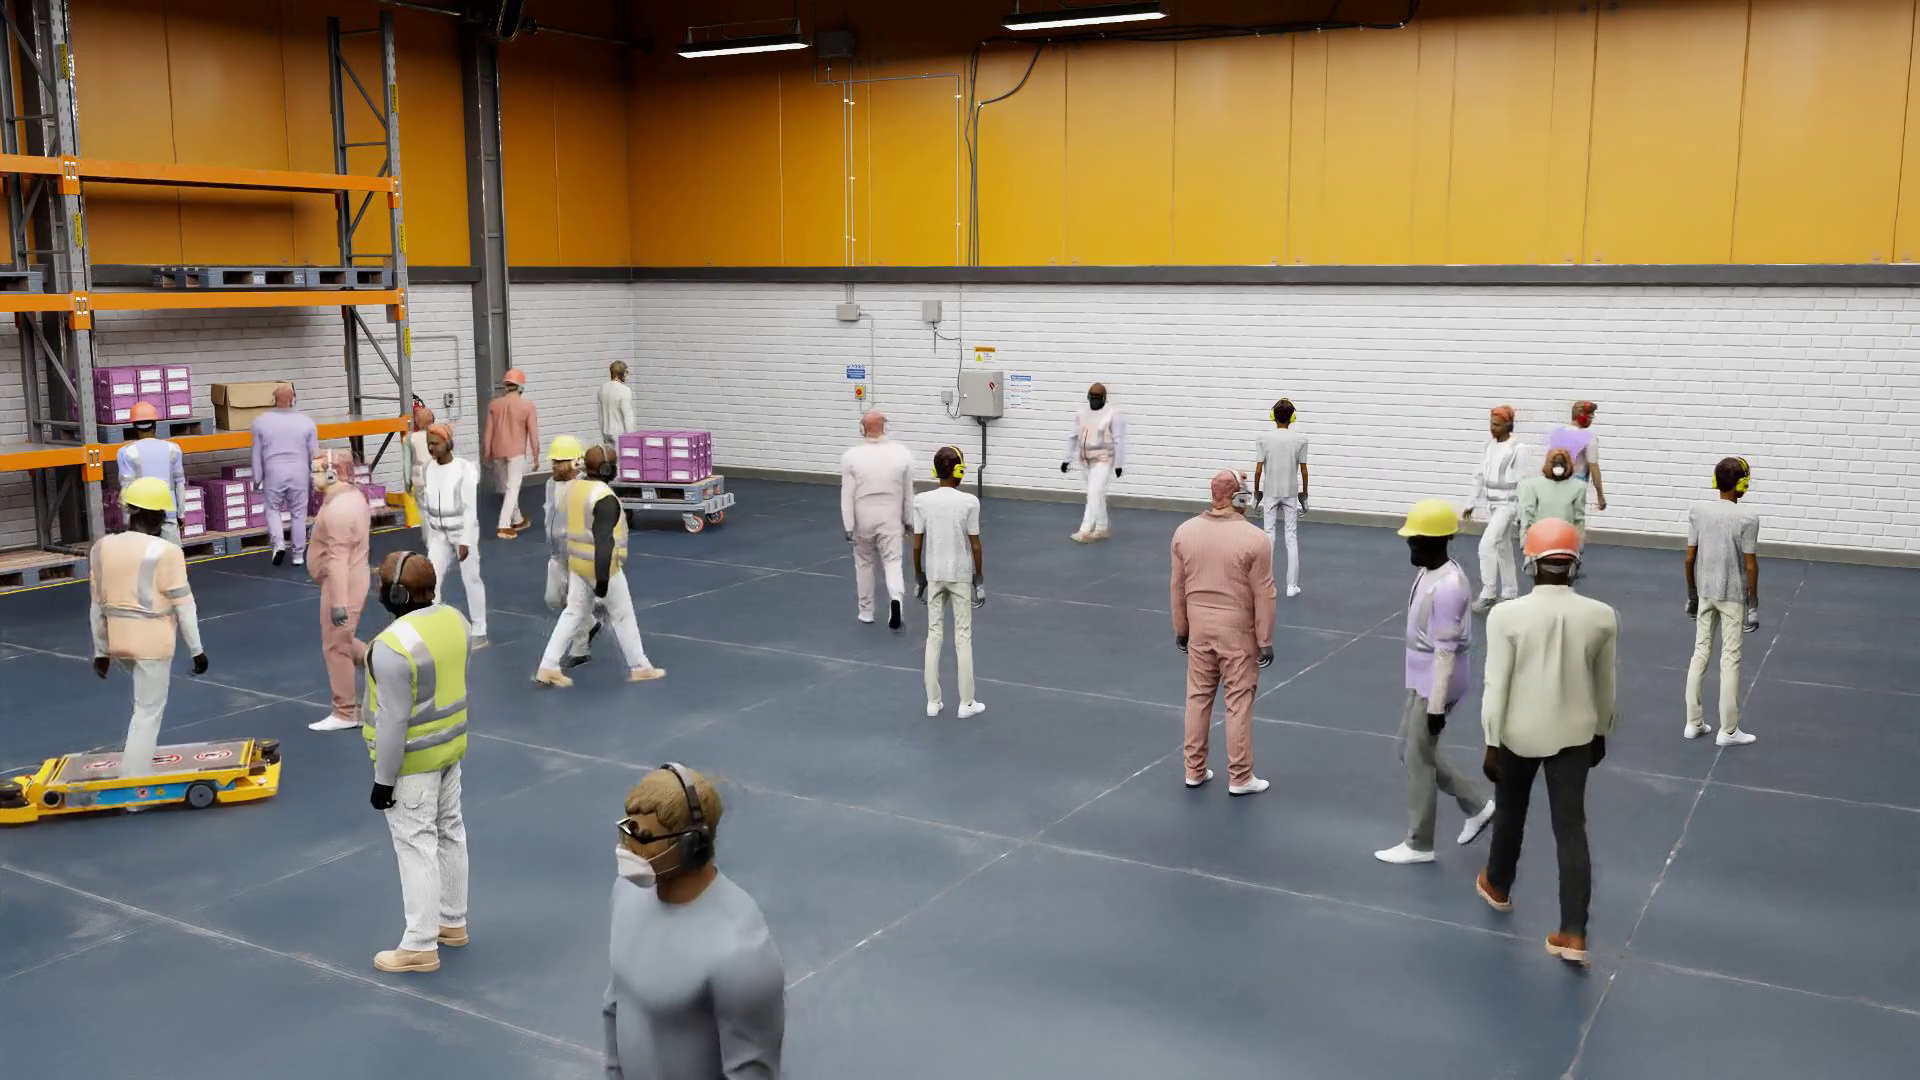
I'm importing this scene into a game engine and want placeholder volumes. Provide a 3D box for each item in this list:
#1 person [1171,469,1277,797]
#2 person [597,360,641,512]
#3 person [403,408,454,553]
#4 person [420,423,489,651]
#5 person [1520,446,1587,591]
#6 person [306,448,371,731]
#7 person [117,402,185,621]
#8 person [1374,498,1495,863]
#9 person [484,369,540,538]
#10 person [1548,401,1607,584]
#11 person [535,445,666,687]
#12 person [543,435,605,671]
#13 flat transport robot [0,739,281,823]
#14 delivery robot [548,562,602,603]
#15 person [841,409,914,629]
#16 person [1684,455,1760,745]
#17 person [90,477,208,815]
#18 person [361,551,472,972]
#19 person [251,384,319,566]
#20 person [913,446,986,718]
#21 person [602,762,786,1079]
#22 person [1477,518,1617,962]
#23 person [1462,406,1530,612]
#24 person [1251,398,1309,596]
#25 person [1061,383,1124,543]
[{"bbox_3d":[1.554,0.534,9.710,0.653,1.904,0.405,7,11,37],"label":"person"},{"bbox_3d":[-4.344,-1.311,21.126,0.635,1.936,0.354,8,12,42],"label":"person"},{"bbox_3d":[-5.709,-0.621,17.898,0.523,1.595,0.870,-1,9,-5],"label":"person"},{"bbox_3d":[-4.071,0.010,13.160,0.604,1.849,0.824,3,10,21],"label":"person"},{"bbox_3d":[5.021,-0.014,14.111,0.522,1.606,0.782,3,9,16],"label":"person"},{"bbox_3d":[-4.034,0.328,11.039,0.557,1.890,0.657,-2,9,-12],"label":"person"},{"bbox_3d":[-6.990,-0.227,14.380,0.374,1.929,0.551,8,12,39],"label":"person"},{"bbox_3d":[2.458,0.728,8.490,0.541,1.907,0.604,1,9,9],"label":"person"},{"bbox_3d":[-5.191,-1.006,19.260,0.639,1.939,0.972,2,9,12],"label":"person"},{"bbox_3d":[5.997,-0.451,16.172,0.807,1.801,0.577,-3,10,-20],"label":"person"},{"bbox_3d":[-2.699,0.196,12.232,0.964,1.805,0.628,-7,12,-39],"label":"person"},{"bbox_3d":[-2.937,0.090,12.762,0.598,1.811,0.528,7,11,37],"label":"person"},{"bbox_3d":[-4.698,1.369,9.582,1.431,0.197,0.652,-3,10,-20],"label":"flat transport robot"},{"bbox_3d":[-3.439,0.313,15.000,0.477,0.478,0.707,-6,11,-35],"label":"delivery robot"},{"bbox_3d":[-0.698,-0.174,14.199,0.649,1.886,0.794,-2,9,-12],"label":"person"},{"bbox_3d":[4.929,0.390,10.735,0.329,1.867,0.509,-6,11,-33],"label":"person"},{"bbox_3d":[-4.590,0.592,9.382,0.593,1.896,0.513,3,10,20],"label":"person"},{"bbox_3d":[-2.380,0.956,7.276,0.429,1.844,0.627,2,9,12],"label":"person"},{"bbox_3d":[-6.936,-0.658,17.161,0.677,1.895,0.415,-4,10,-22],"label":"person"},{"bbox_3d":[-0.072,0.288,11.380,0.518,1.865,0.327,3,10,17],"label":"person"},{"bbox_3d":[-0.600,1.443,4.038,0.898,1.915,0.637,-6,11,-33],"label":"person"},{"bbox_3d":[2.672,0.865,7.548,0.644,1.942,1.045,0,9,0],"label":"person"},{"bbox_3d":[4.764,-0.276,14.894,0.723,1.856,0.598,-1,9,-9],"label":"person"},{"bbox_3d":[3.015,-0.401,15.661,0.538,1.869,0.313,1,9,9],"label":"person"},{"bbox_3d":[1.455,-0.864,18.756,0.907,1.793,0.648,-9,13,-44],"label":"person"}]
